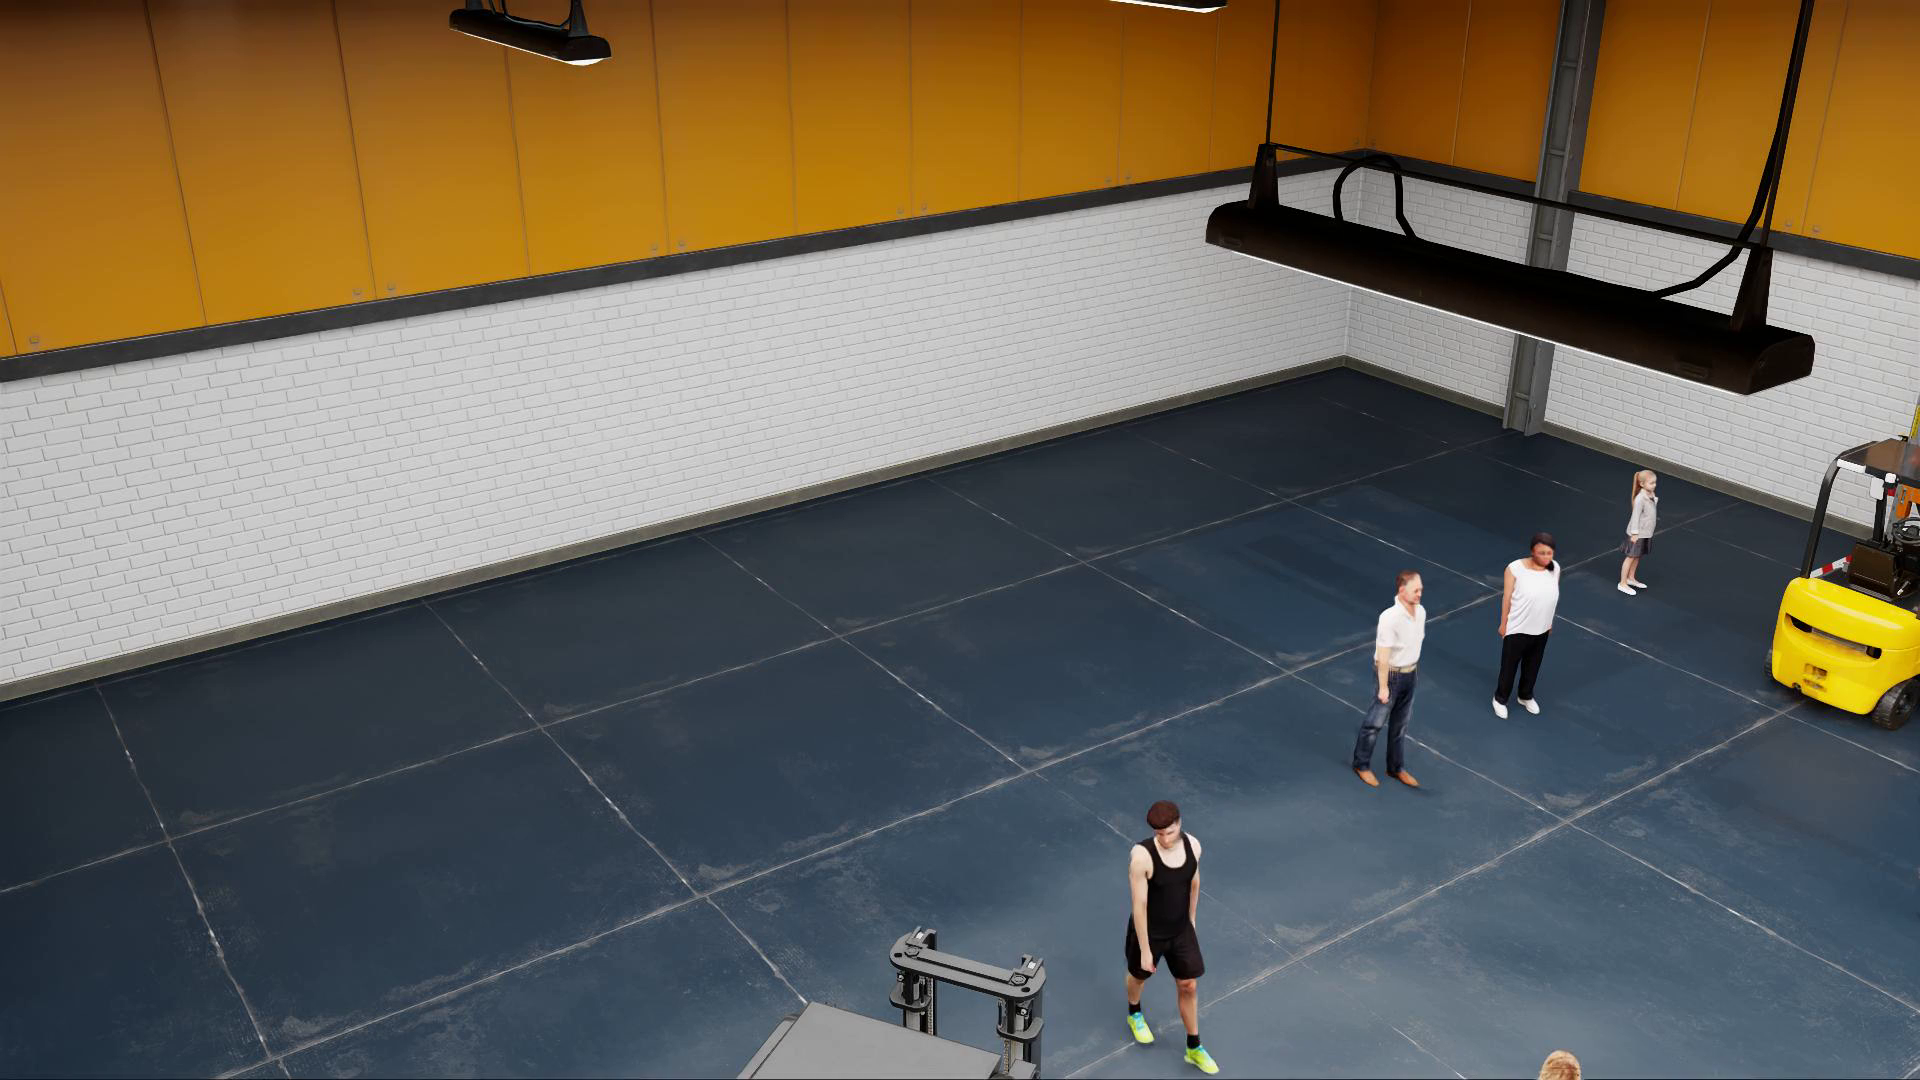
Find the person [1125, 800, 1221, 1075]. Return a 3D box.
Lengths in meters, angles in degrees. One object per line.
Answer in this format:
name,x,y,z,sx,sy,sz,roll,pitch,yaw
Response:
person,1.200,2.356,10.318,0.828,1.849,1.070,-10,25,-21

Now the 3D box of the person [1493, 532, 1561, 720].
person,4.892,0.713,14.280,0.746,1.687,0.742,-5,24,-11

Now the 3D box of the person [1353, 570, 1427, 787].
person,3.426,1.067,13.256,0.664,1.857,0.708,-15,28,-30

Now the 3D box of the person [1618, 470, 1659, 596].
person,6.803,-0.100,16.652,0.528,1.276,0.546,-20,31,-39
